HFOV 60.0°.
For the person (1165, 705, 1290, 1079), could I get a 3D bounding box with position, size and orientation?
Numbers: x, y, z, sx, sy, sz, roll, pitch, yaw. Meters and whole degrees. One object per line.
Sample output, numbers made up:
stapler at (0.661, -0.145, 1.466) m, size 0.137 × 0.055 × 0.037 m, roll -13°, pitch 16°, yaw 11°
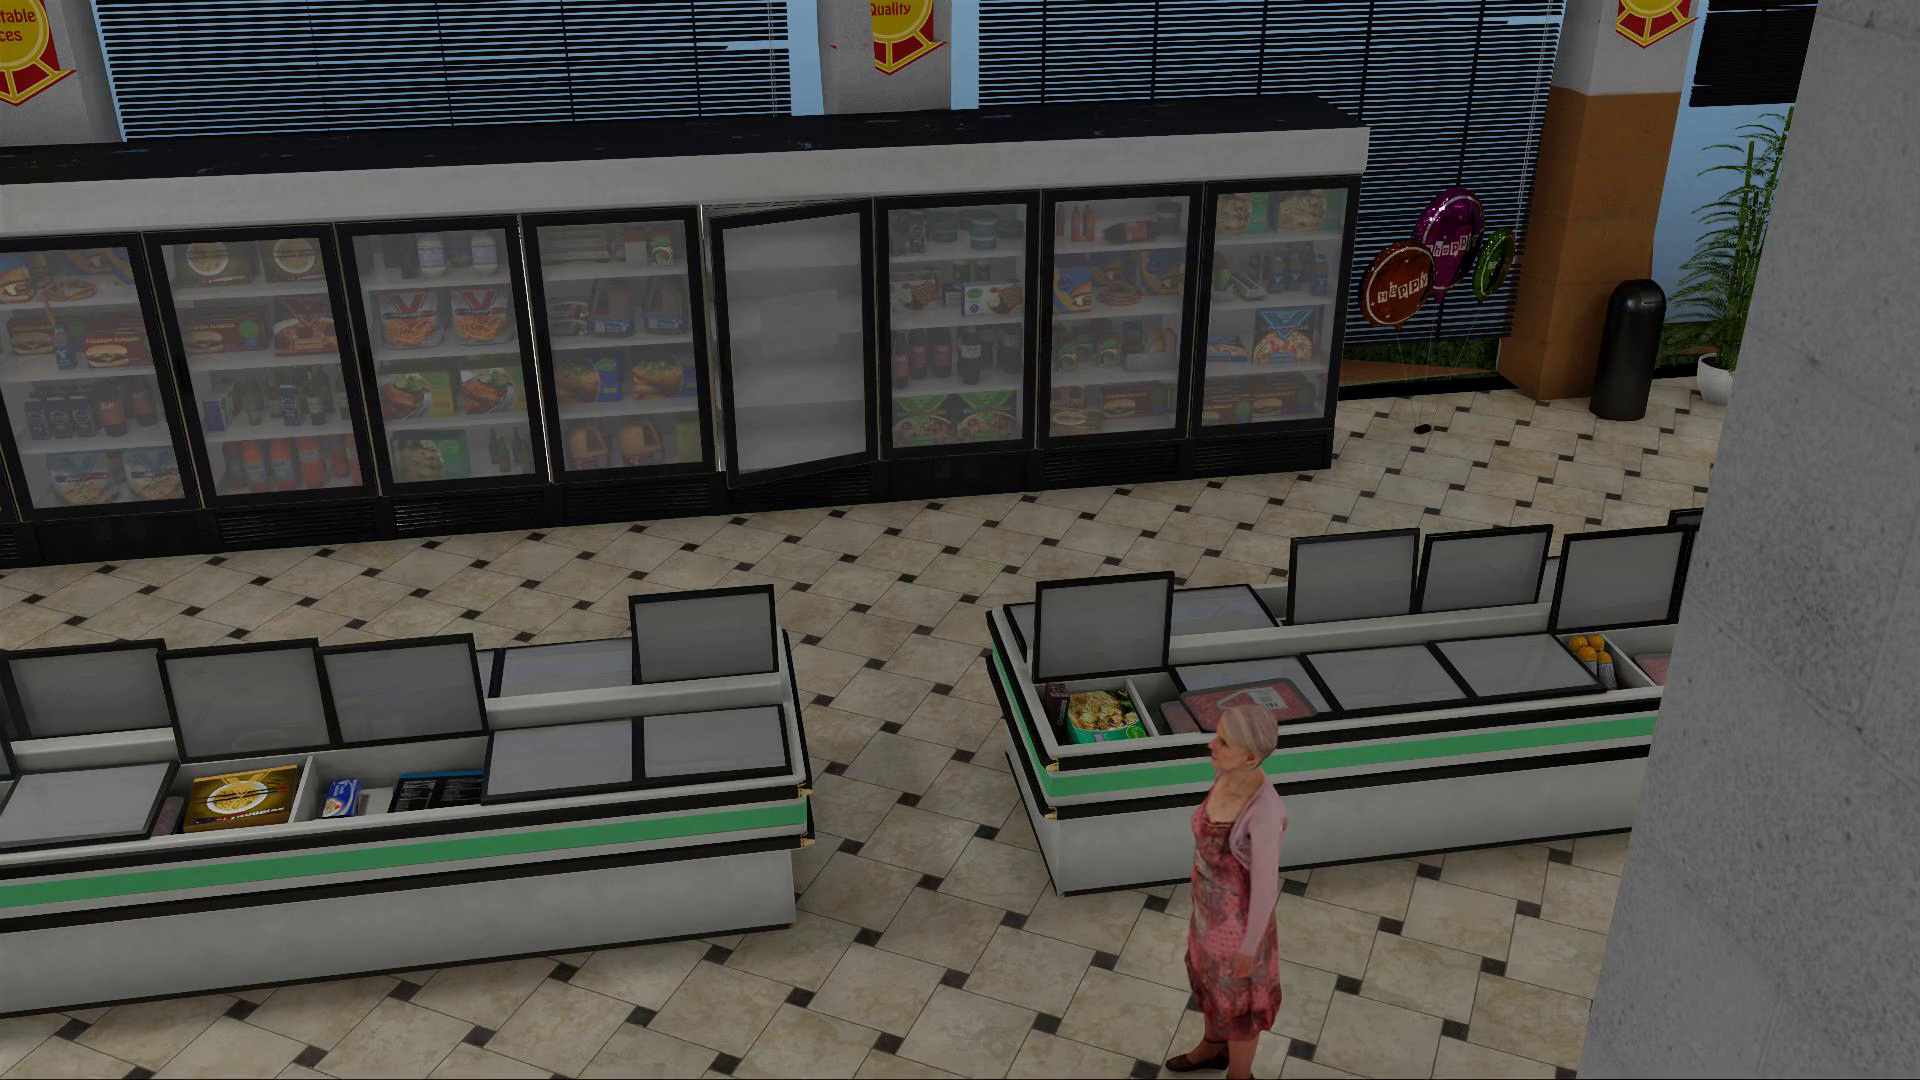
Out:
person at (0.962, 1.297, 5.833) m, size 0.584 × 1.690 × 0.603 m, roll -7°, pitch 28°, yaw -13°
